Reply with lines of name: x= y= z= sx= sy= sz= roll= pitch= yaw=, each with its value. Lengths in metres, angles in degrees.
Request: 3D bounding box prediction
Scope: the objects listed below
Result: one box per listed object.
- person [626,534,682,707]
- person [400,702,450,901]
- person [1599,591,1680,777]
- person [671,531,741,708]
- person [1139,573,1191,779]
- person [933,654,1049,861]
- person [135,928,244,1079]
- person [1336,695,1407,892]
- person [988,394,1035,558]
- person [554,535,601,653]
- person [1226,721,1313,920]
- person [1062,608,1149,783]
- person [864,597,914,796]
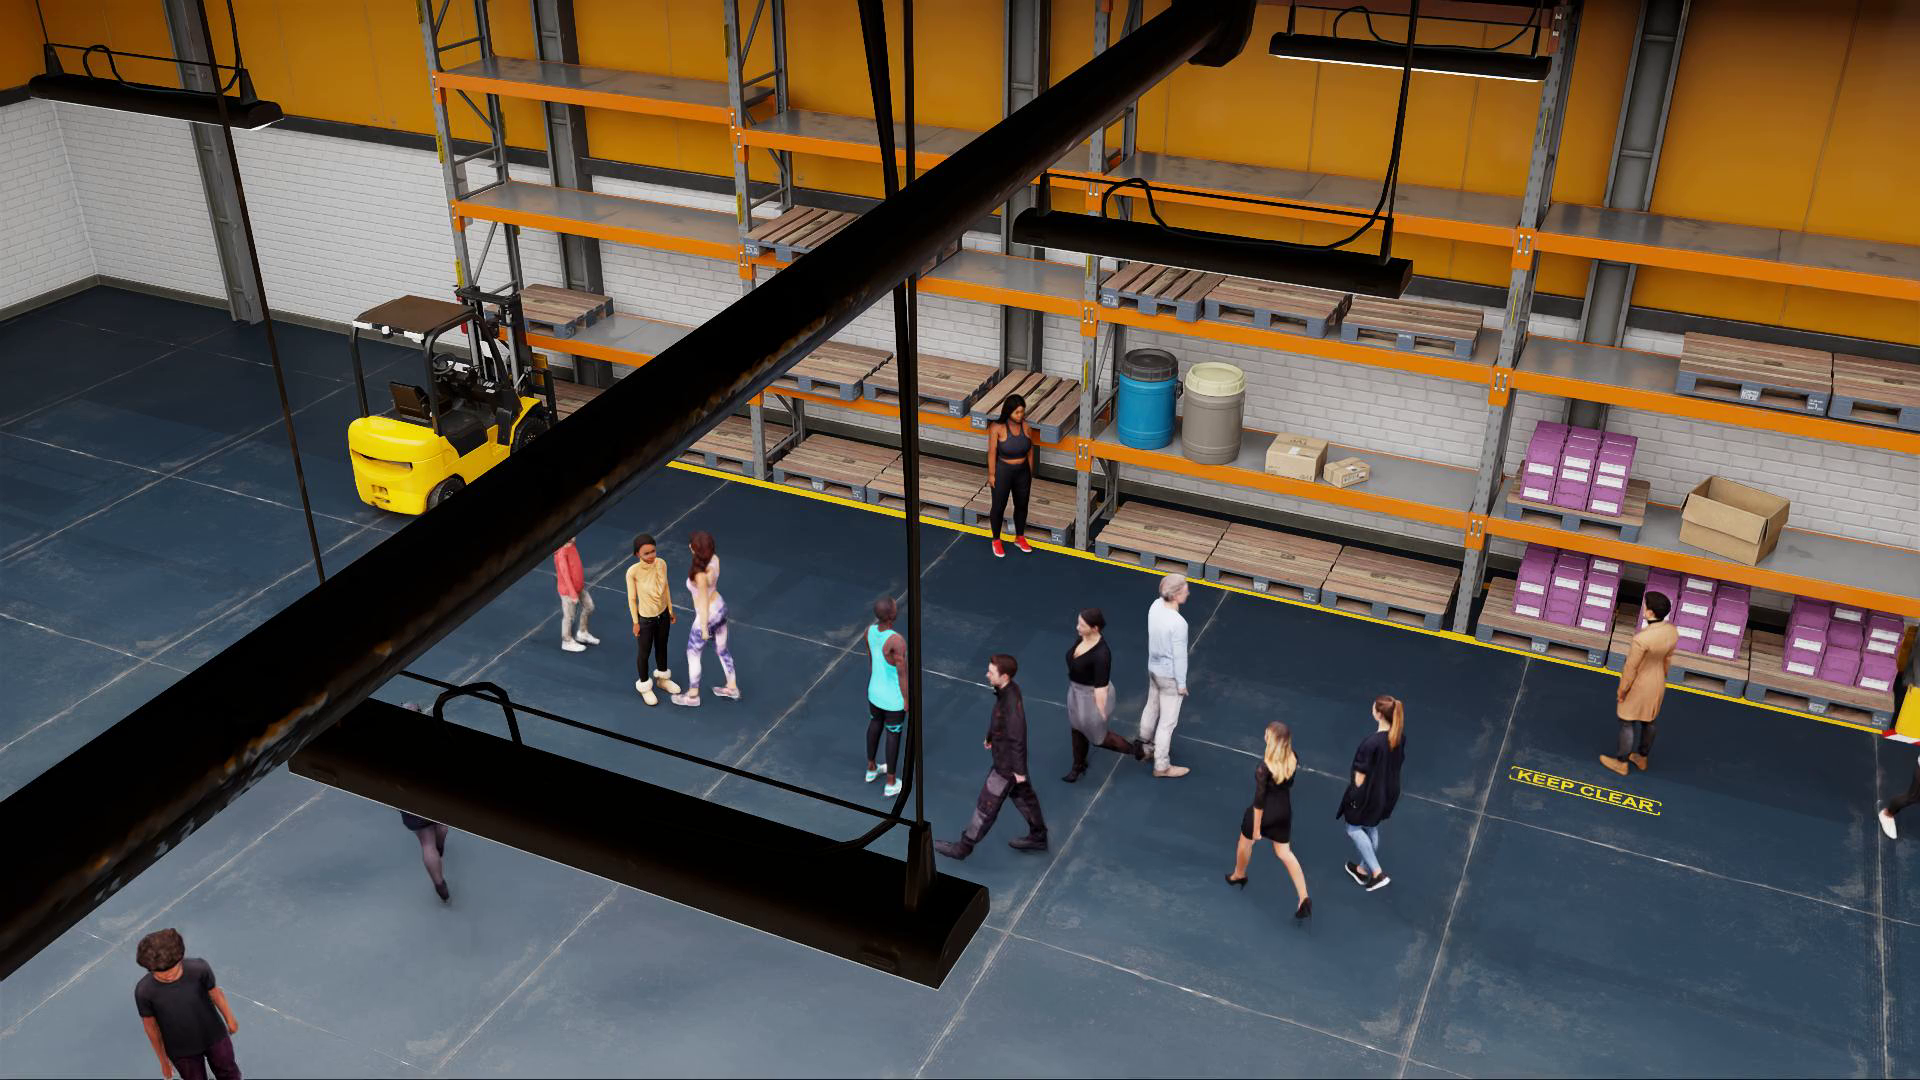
person: x=-2.798 y=0.686 z=15.065 sx=0.675 sy=1.659 sz=0.680 roll=-24 pitch=37 yaw=-37
person: x=-4.073 y=2.007 z=12.671 sx=1.068 sy=1.632 sz=1.156 roll=-12 pitch=31 yaw=-20
person: x=5.777 y=1.214 z=14.031 sx=0.765 sy=1.722 sz=0.815 roll=-12 pitch=31 yaw=-21
person: x=-2.179 y=0.707 z=14.927 sx=0.840 sy=1.756 sz=0.674 roll=7 pitch=29 yaw=13
person: x=1.737 y=1.122 z=14.025 sx=0.799 sy=1.890 sz=0.740 roll=-10 pitch=30 yaw=-17
person: x=0.448 y=1.724 z=12.953 sx=1.275 sy=1.858 sz=1.037 roll=-1 pitch=29 yaw=-1
person: x=-4.875 y=3.087 z=10.557 sx=0.833 sy=1.762 sz=0.886 roll=-17 pitch=33 yaw=-29
person: x=3.224 y=1.983 z=12.674 sx=0.865 sy=1.672 sz=0.935 roll=-17 pitch=33 yaw=-28
person: x=0.533 y=-0.710 z=17.462 sx=0.767 sy=1.815 sz=0.827 roll=-10 pitch=30 yaw=-18
person: x=-3.762 y=0.434 z=15.795 sx=0.613 sy=1.403 sz=0.580 roll=6 pitch=29 yaw=11
person: x=2.392 y=2.125 z=12.444 sx=0.924 sy=1.643 sz=1.133 roll=-18 pitch=33 yaw=-29
person: x=1.184 y=1.310 z=13.840 sx=1.069 sy=1.736 sz=0.988 roll=-8 pitch=30 yaw=-15
person: x=-0.616 y=1.283 z=13.819 sx=0.724 sy=1.804 sz=0.595 roll=-24 pitch=37 yaw=-37
